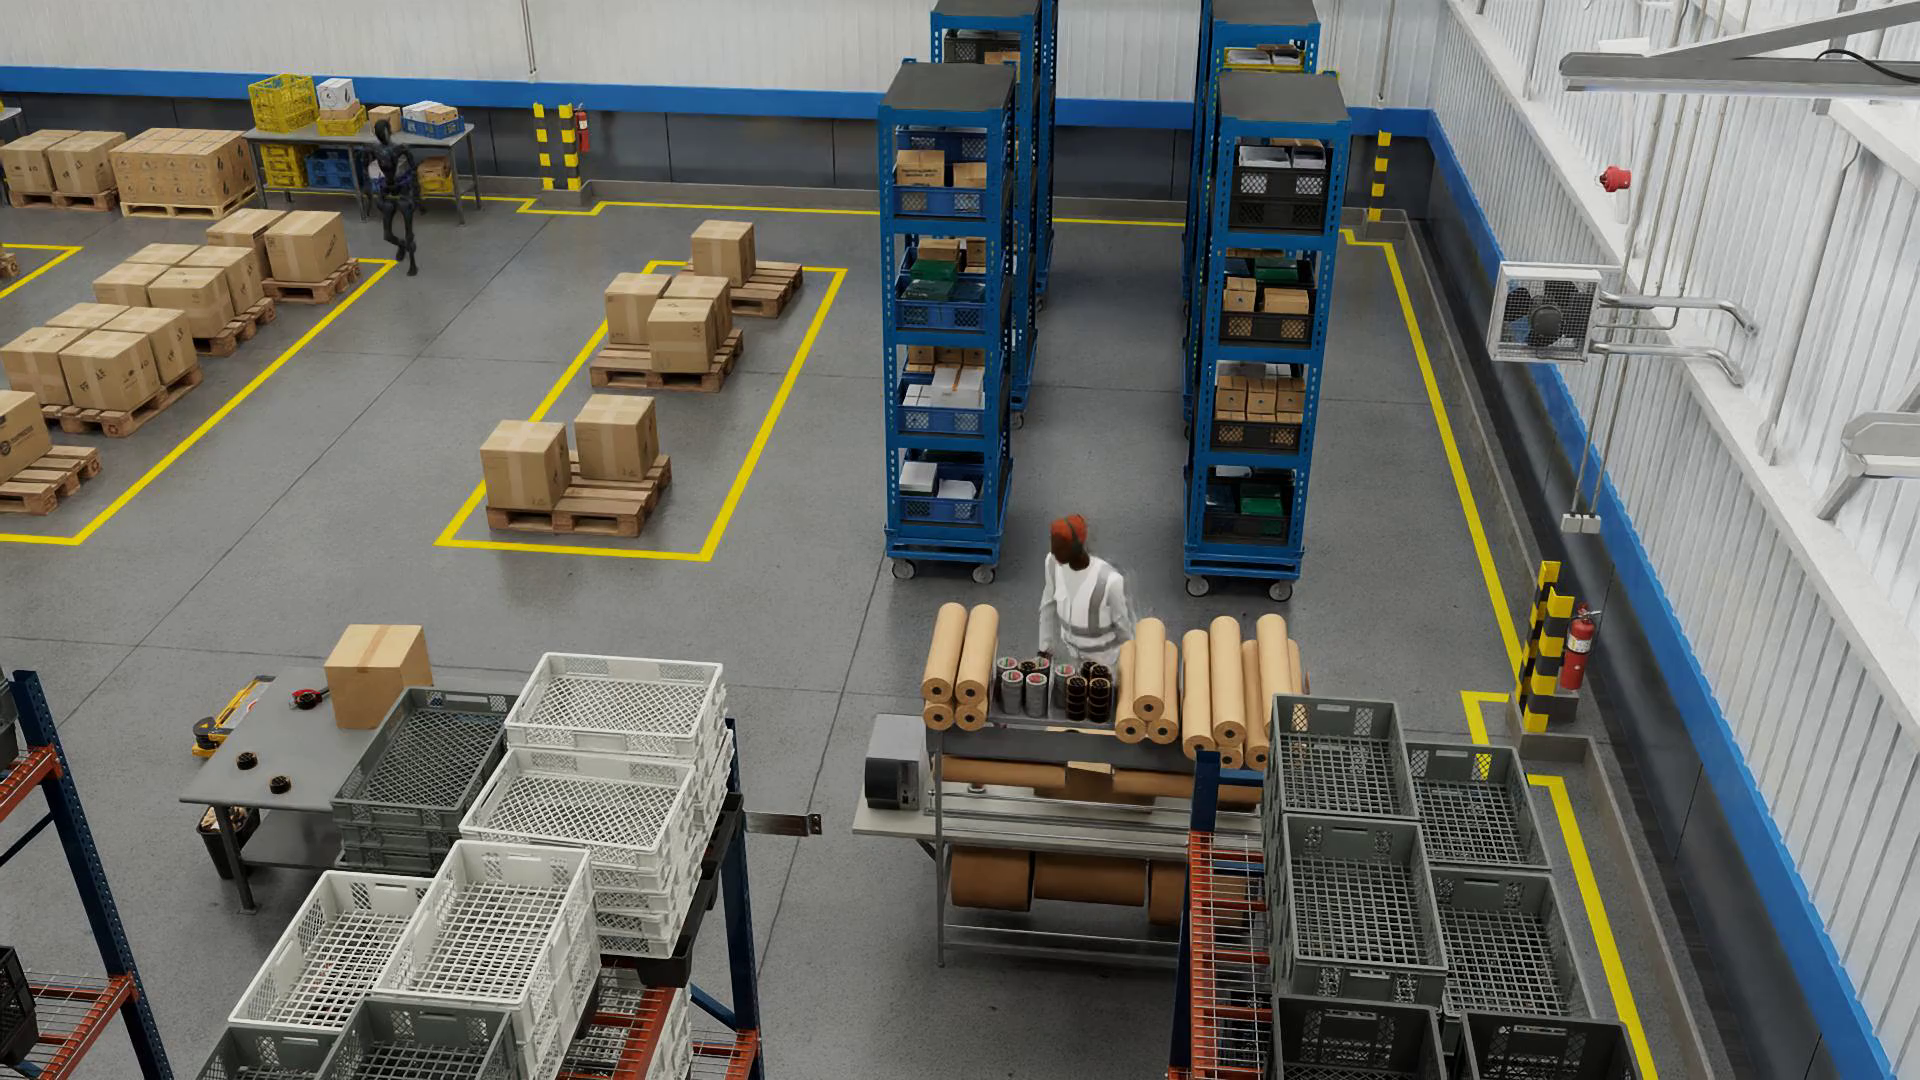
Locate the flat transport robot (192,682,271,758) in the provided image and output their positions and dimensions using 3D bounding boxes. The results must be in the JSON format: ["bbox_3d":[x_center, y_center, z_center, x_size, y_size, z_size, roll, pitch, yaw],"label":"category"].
[{"bbox_3d":[-4.089,1.163,10.648,1.431,0.197,0.652,3,30,6],"label":"flat transport robot"}]

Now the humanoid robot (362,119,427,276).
[{"bbox_3d":[-5.947,-3.630,17.513,0.629,1.648,0.427,-1,30,-2],"label":"humanoid robot"}]

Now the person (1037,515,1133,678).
[{"bbox_3d":[0.721,0.662,9.969,0.754,1.843,0.575,-23,37,-33],"label":"person"}]
